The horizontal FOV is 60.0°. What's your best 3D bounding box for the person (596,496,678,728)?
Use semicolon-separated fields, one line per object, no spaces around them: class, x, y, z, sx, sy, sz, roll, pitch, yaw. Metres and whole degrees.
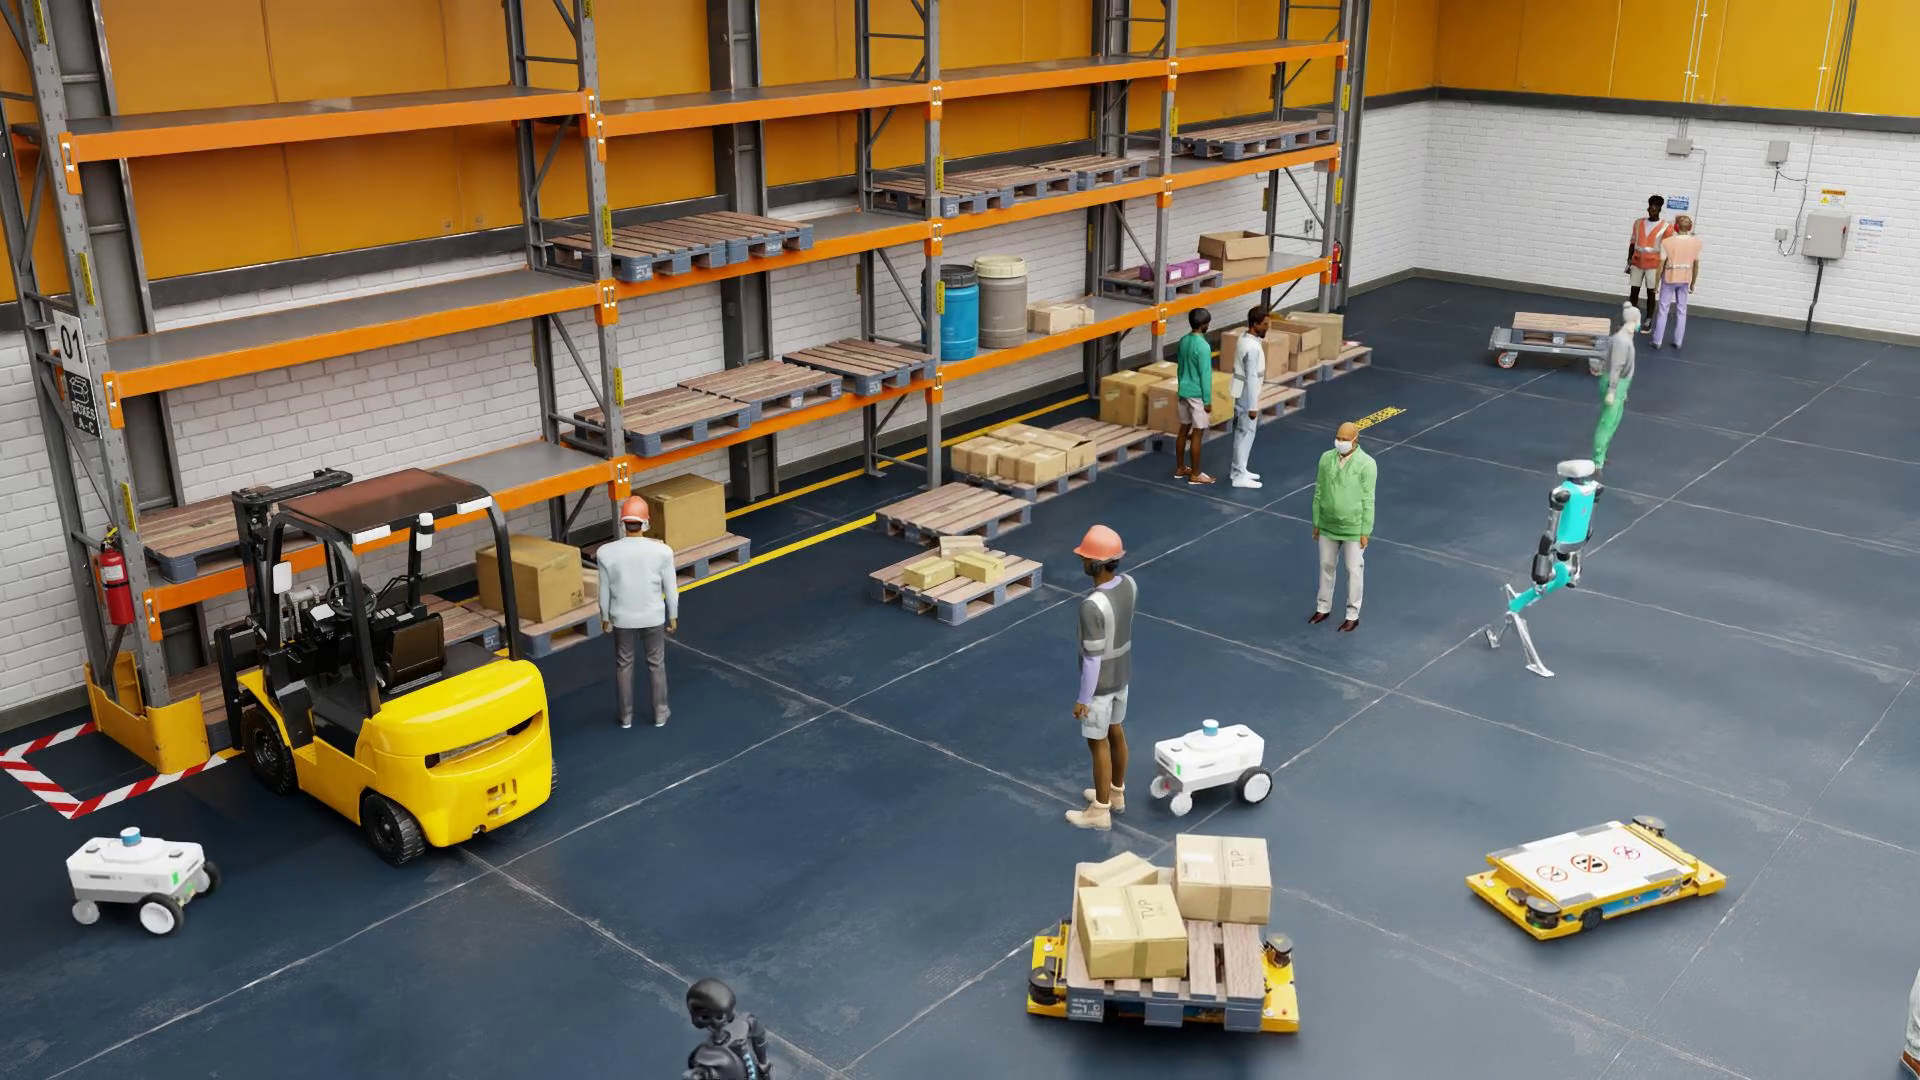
person;-2.315;0.523;12.010;0.571;1.739;0.347;-3;20;-9

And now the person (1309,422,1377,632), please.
person;3.147;-0.117;13.703;0.534;1.778;0.390;14;24;33

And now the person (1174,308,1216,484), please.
person;2.437;-1.500;17.336;0.397;1.849;0.493;-11;23;-27

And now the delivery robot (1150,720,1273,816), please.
delivery robot;1.673;1.477;11.103;0.747;0.572;0.499;-9;22;-23

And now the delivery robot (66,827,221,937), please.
delivery robot;-4.820;1.970;9.780;0.768;0.581;0.499;2;20;6

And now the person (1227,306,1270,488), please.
person;2.974;-1.481;17.203;0.399;1.909;0.597;0;20;1

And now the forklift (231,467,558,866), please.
forklift;-3.730;0.710;10.856;2.313;2.155;1.214;17;26;38

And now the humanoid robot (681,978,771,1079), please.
humanoid robot;-0.875;2.495;6.753;0.397;1.638;0.590;10;22;25

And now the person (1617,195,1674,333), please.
person;9.832;-3.956;23.821;0.368;1.966;0.605;-19;27;-41

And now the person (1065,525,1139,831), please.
person;0.888;0.880;10.608;0.385;2.045;0.605;12;23;29

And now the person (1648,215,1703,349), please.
person;9.841;-3.530;22.855;0.562;1.837;0.373;1;20;2

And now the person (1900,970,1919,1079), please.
person;5.046;1.814;8.226;0.635;1.939;0.364;-10;23;-25

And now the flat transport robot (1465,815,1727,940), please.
flat transport robot;3.848;2.030;10.051;1.431;0.231;0.659;-9;22;-22

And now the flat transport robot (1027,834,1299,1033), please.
flat transport robot;1.104;2.381;9.099;1.431;0.231;0.659;2;20;6

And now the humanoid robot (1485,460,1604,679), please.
humanoid robot;4.467;0.183;13.019;0.559;1.837;0.856;-13;24;-31

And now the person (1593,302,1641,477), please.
person;6.951;-1.595;17.639;0.340;1.832;0.680;8;22;21
